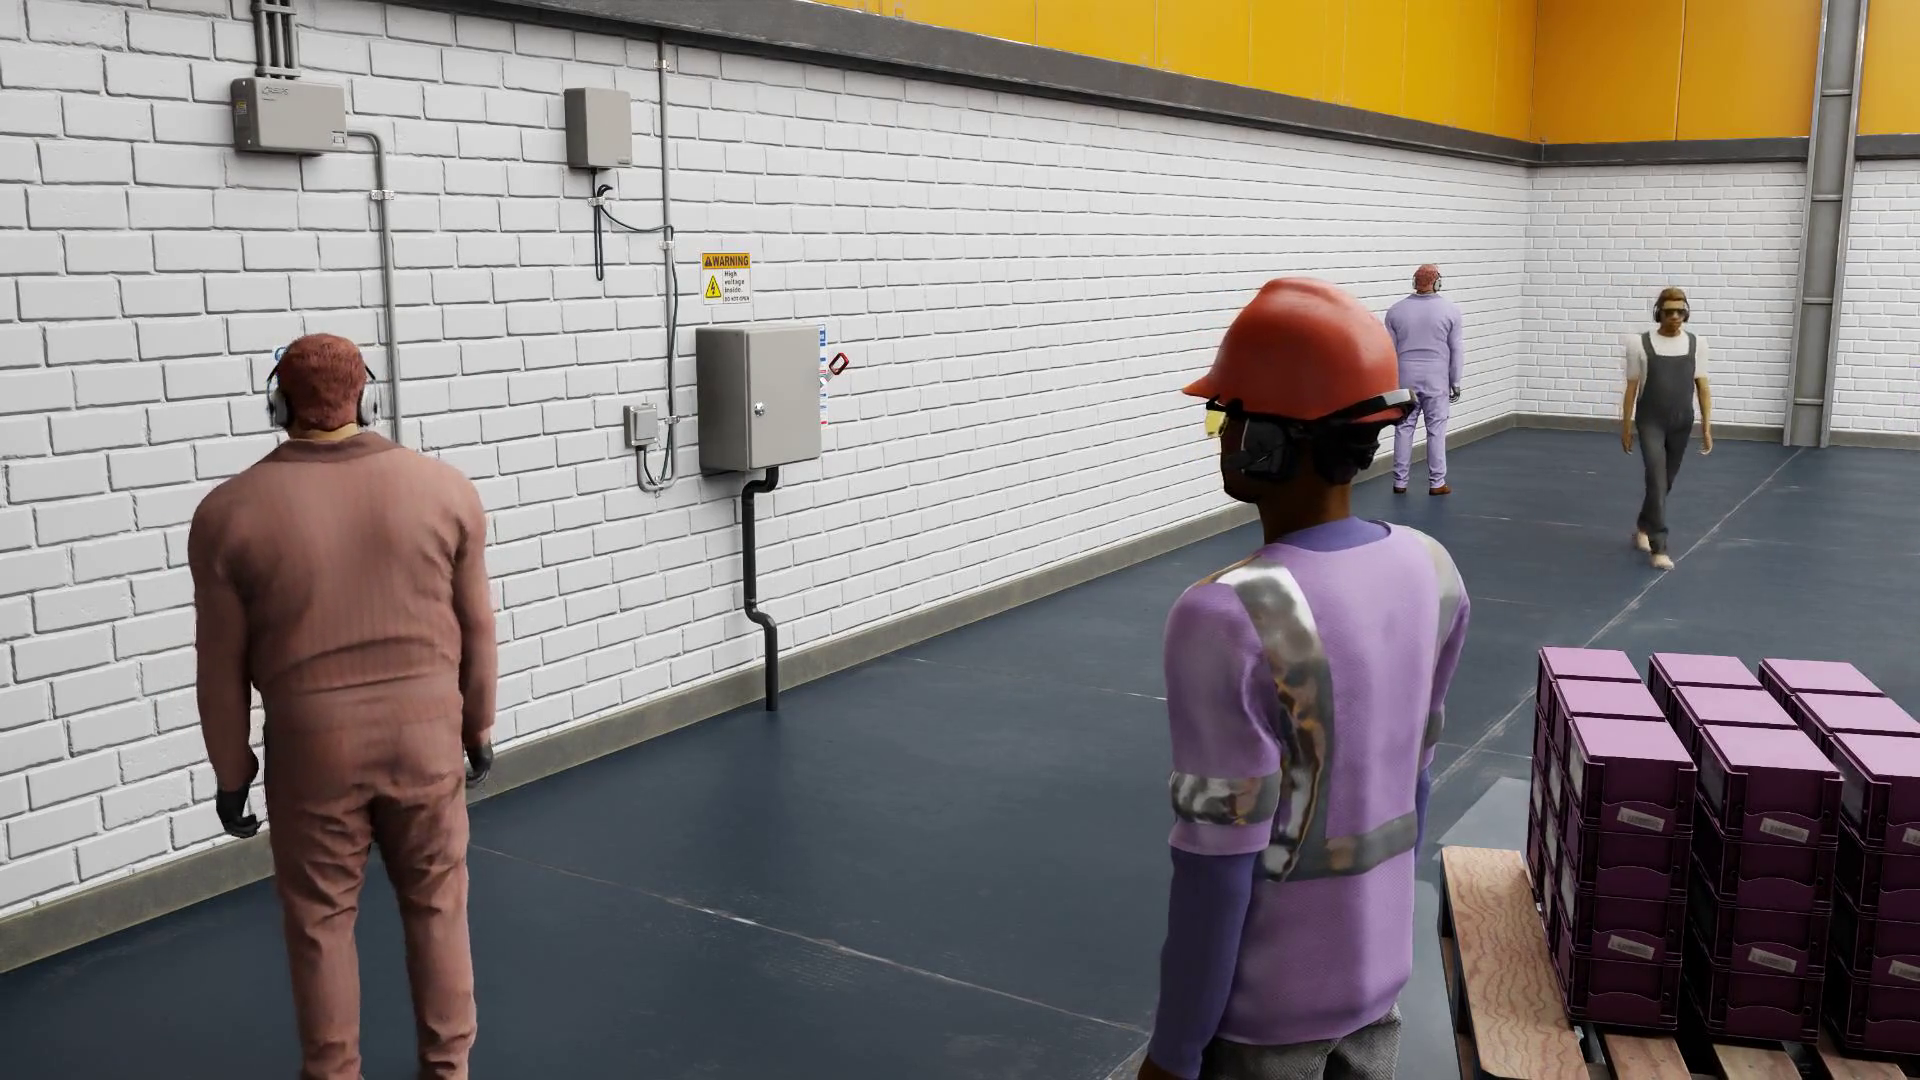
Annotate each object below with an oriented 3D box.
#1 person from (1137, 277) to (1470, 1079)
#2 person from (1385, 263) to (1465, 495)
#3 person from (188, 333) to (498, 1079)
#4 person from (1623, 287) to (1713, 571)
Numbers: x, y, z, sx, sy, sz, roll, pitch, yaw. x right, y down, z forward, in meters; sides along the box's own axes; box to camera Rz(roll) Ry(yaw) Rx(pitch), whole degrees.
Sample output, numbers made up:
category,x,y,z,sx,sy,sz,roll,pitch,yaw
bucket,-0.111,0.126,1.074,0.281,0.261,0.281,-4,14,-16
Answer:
category,x,y,z,sx,sy,sz,roll,pitch,yaw
person,0.482,0.640,2.505,0.365,2.048,0.608,10,14,44
person,3.833,-1.320,13.752,0.643,1.909,0.410,5,11,26
person,-1.414,0.474,3.874,0.661,1.891,0.397,-5,12,-27
person,4.615,-0.753,10.920,0.530,1.806,0.946,1,10,4
